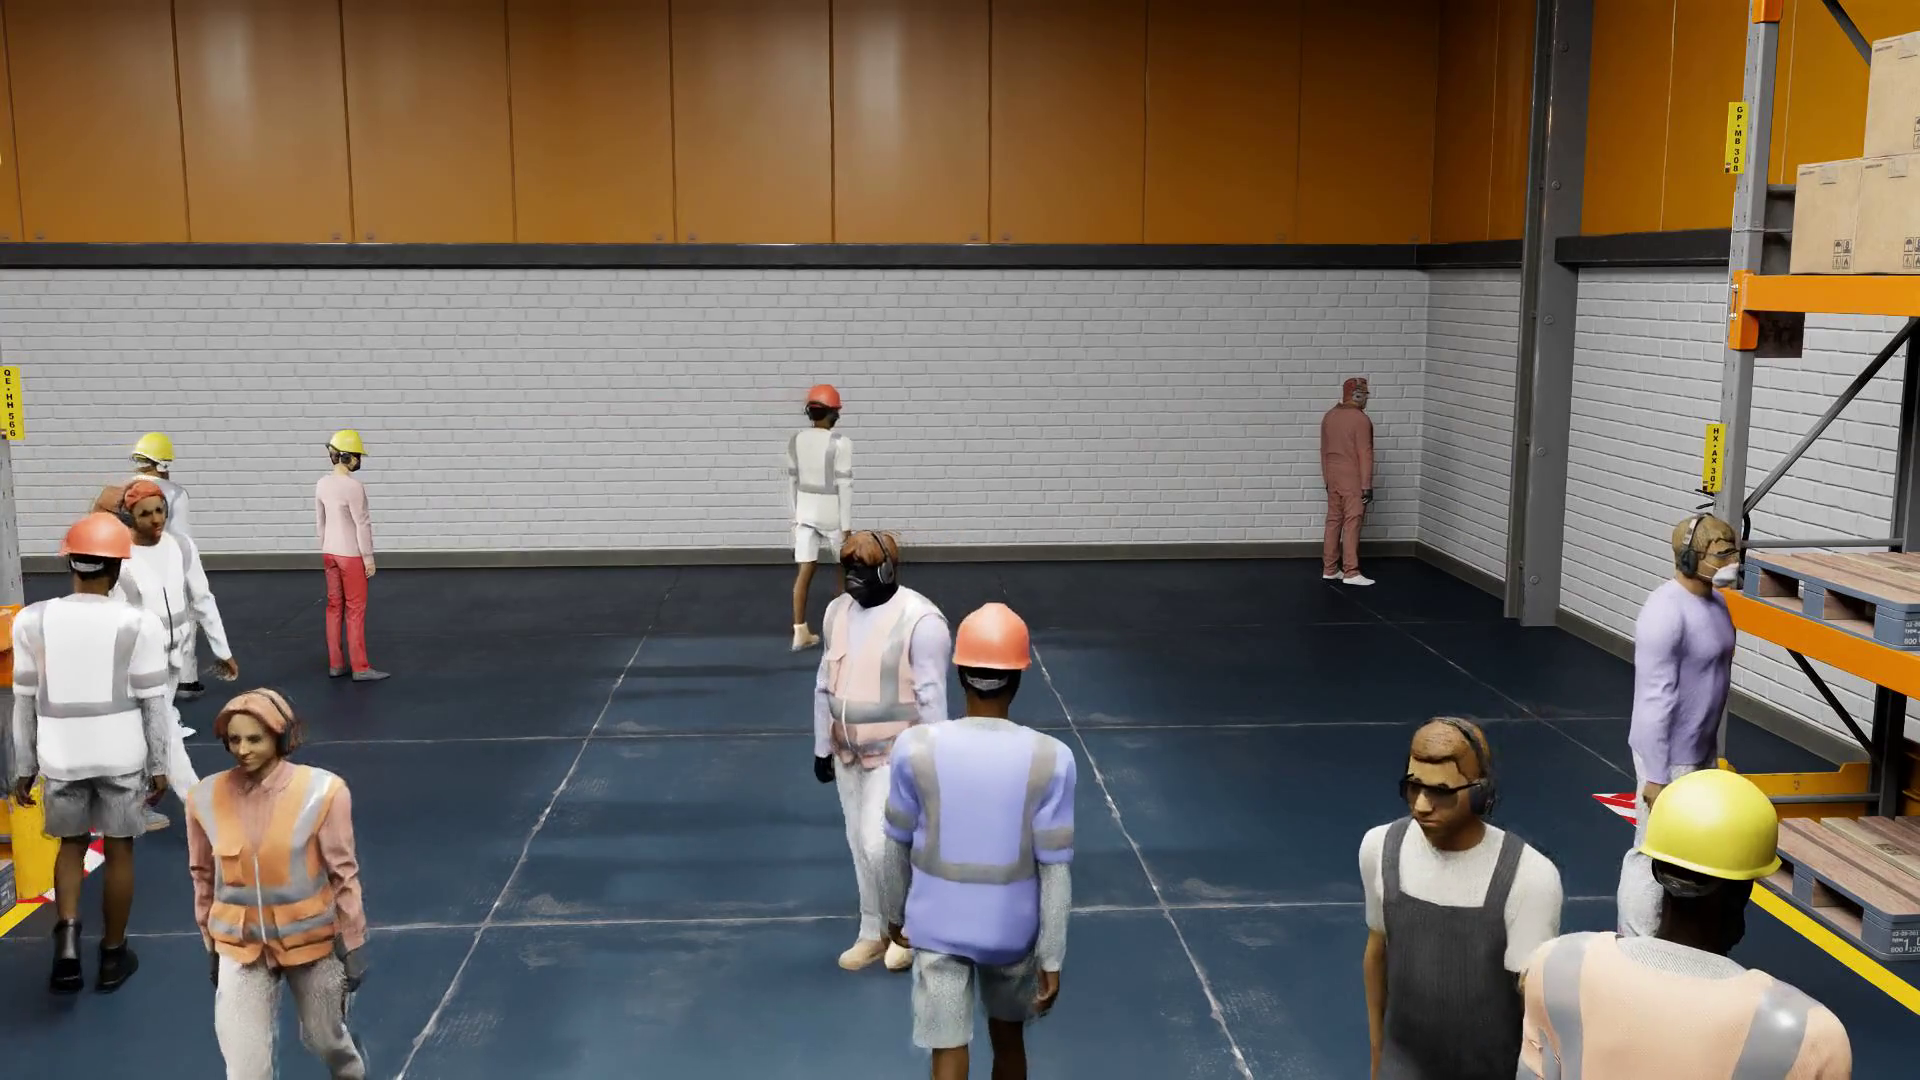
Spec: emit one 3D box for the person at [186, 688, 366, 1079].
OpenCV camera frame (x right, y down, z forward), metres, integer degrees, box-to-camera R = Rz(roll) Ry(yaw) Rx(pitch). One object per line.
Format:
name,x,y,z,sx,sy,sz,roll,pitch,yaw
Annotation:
person,-2.070,1.222,5.121,0.524,1.608,0.766,-1,9,-3

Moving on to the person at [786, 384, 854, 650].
person,-0.981,-0.188,12.767,0.642,2.003,0.928,5,11,30

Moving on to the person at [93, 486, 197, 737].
person,-4.957,0.470,9.913,0.687,1.597,0.524,1,9,8

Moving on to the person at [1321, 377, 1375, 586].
person,3.590,-0.540,15.276,0.401,1.904,0.648,-4,10,-23

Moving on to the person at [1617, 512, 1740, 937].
person,2.792,0.846,6.463,0.352,1.937,0.635,8,12,40

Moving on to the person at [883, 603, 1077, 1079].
person,0.054,1.119,4.933,0.556,1.891,0.958,0,9,-2

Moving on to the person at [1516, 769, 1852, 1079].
person,1.358,1.376,3.175,0.594,1.924,0.382,8,12,41

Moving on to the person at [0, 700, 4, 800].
person,-5.091,0.559,8.418,0.562,1.894,0.663,-1,9,-6

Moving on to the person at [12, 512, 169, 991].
person,-3.385,0.851,6.505,0.572,1.913,0.515,-2,9,-12

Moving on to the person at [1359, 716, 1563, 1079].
person,1.159,1.308,4.001,0.521,1.793,0.941,6,11,33

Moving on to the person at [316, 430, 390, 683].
person,-4.267,0.114,11.631,0.523,1.760,0.327,6,11,35

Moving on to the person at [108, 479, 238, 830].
person,-3.938,0.607,8.273,0.985,1.826,0.642,4,10,24

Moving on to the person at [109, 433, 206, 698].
person,-5.282,0.193,10.987,0.583,1.799,0.624,0,9,1

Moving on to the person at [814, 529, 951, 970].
person,-0.342,0.860,6.735,0.649,1.824,0.458,8,12,41
